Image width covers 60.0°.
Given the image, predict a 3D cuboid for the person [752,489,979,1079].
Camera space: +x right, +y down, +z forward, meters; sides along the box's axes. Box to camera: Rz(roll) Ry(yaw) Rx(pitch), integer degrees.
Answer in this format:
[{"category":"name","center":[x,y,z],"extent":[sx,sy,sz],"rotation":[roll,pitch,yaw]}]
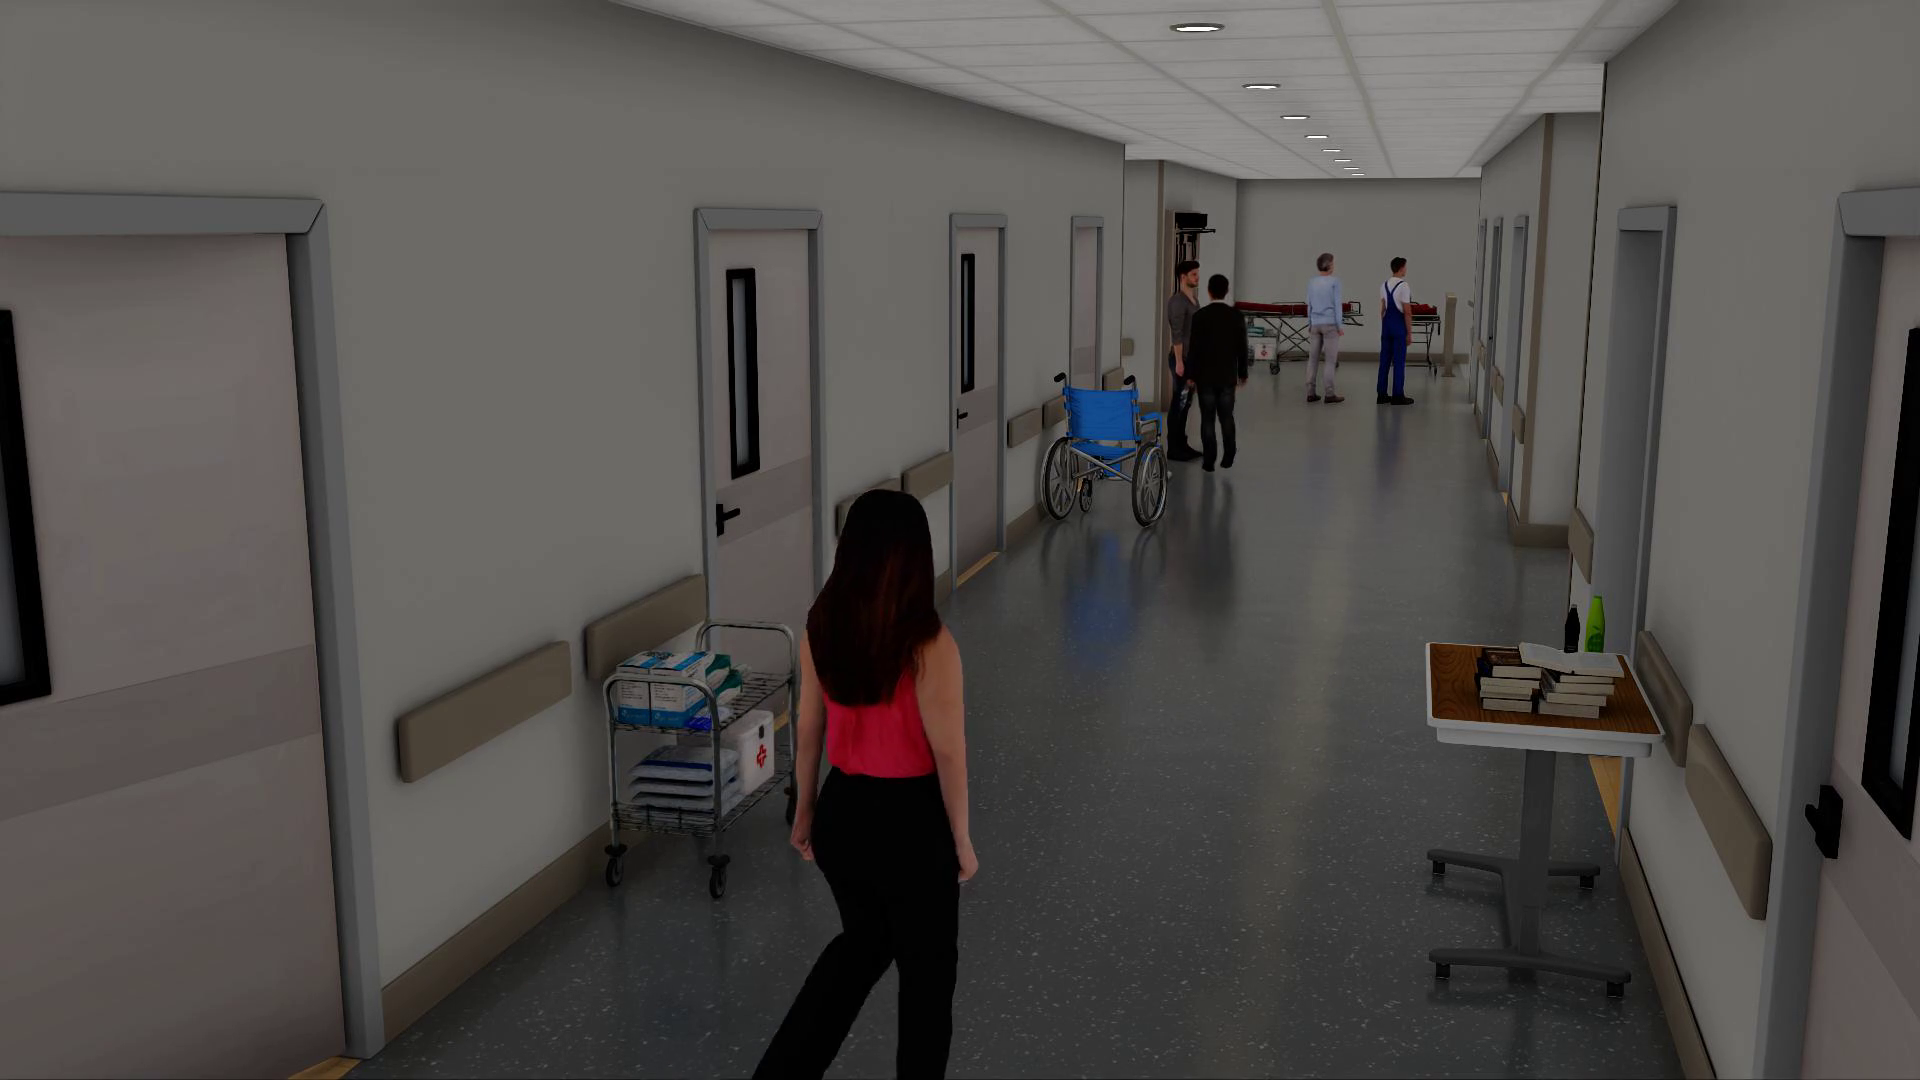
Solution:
[{"category":"person","center":[-0.224,0.720,3.816],"extent":[0.752,1.644,0.874],"rotation":[8,13,37]}]

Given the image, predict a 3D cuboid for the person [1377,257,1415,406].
[{"category":"person","center":[5.492,-2.649,21.021],"extent":[0.770,1.850,0.723],"rotation":[-7,13,-34]}]

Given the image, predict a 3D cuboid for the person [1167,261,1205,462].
[{"category":"person","center":[2.165,-1.741,16.087],"extent":[0.791,1.905,0.585],"rotation":[5,12,25]}]

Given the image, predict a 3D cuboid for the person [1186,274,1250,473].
[{"category":"person","center":[2.348,-1.487,15.061],"extent":[0.872,1.788,0.930],"rotation":[-2,11,-9]}]

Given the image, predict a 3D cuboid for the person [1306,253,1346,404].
[{"category":"person","center":[4.650,-2.713,21.240],"extent":[0.762,1.893,0.753],"rotation":[-10,15,-42]}]
